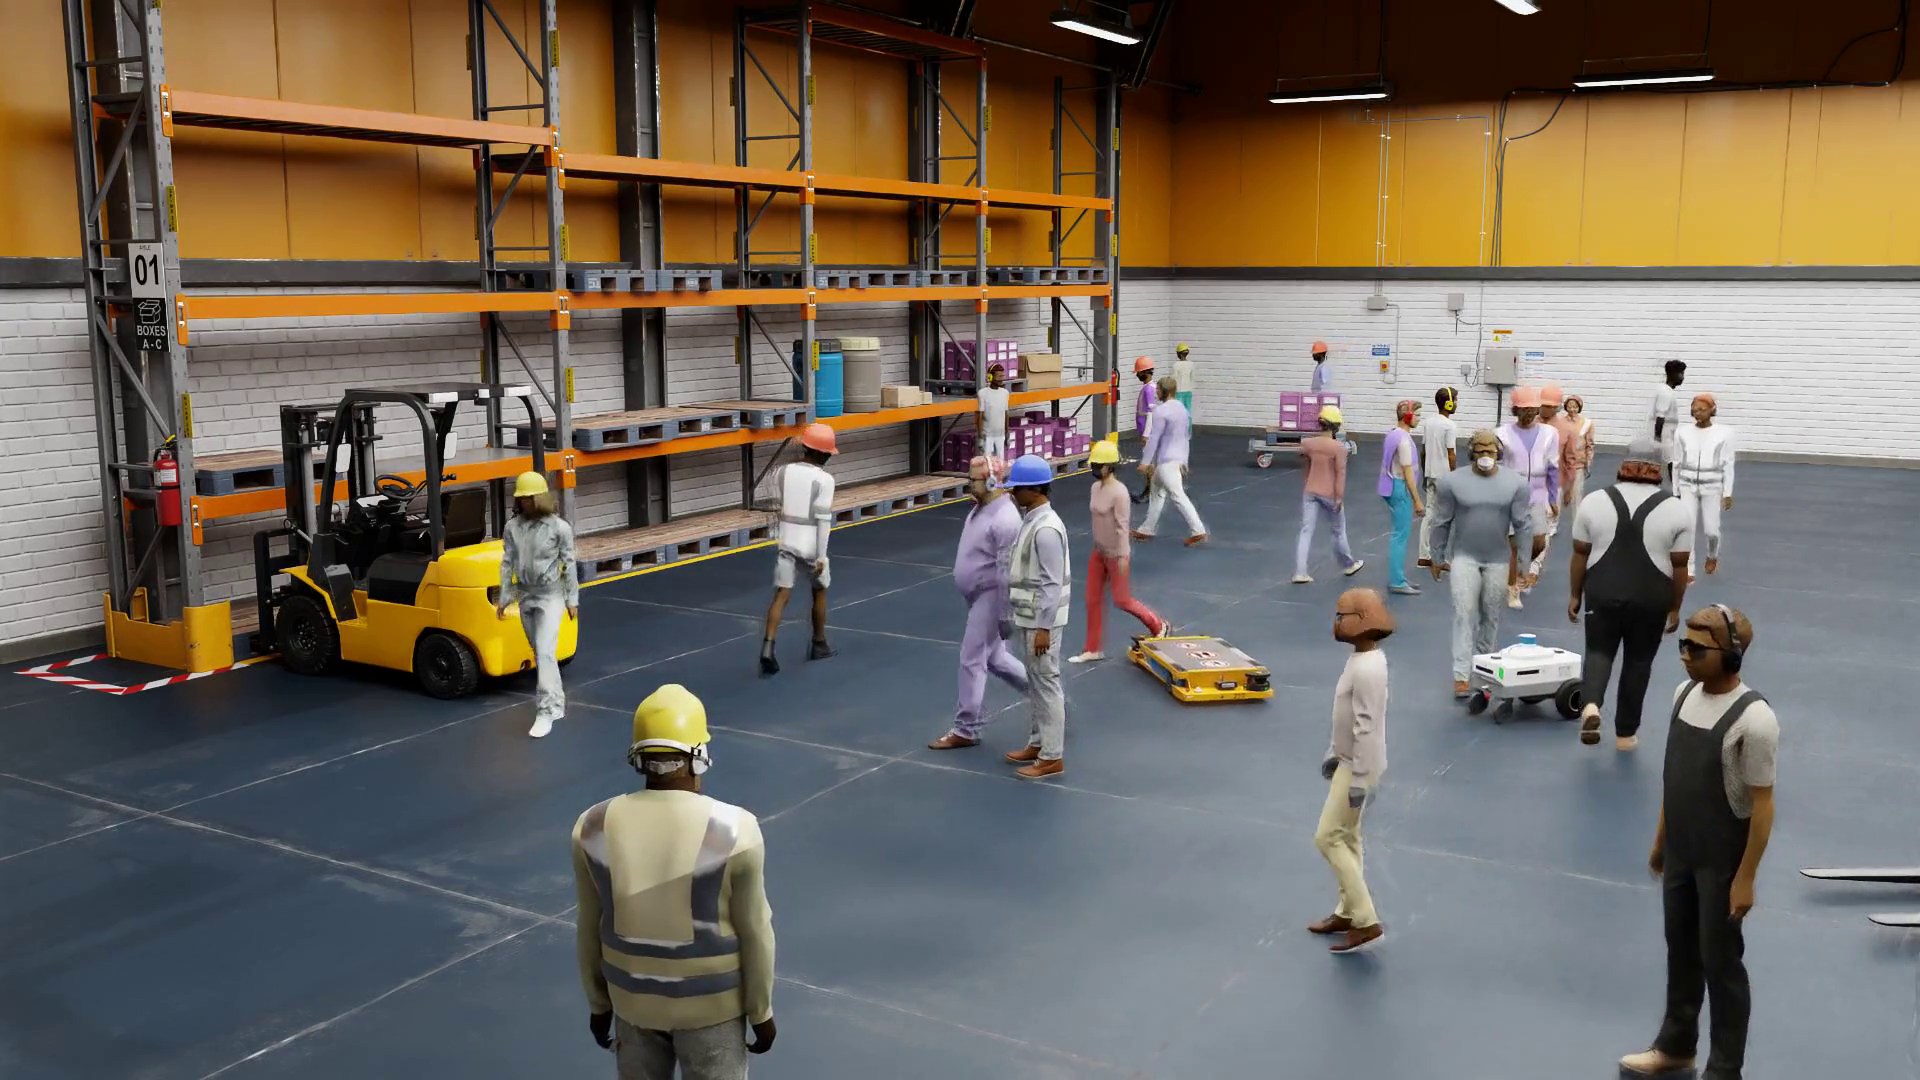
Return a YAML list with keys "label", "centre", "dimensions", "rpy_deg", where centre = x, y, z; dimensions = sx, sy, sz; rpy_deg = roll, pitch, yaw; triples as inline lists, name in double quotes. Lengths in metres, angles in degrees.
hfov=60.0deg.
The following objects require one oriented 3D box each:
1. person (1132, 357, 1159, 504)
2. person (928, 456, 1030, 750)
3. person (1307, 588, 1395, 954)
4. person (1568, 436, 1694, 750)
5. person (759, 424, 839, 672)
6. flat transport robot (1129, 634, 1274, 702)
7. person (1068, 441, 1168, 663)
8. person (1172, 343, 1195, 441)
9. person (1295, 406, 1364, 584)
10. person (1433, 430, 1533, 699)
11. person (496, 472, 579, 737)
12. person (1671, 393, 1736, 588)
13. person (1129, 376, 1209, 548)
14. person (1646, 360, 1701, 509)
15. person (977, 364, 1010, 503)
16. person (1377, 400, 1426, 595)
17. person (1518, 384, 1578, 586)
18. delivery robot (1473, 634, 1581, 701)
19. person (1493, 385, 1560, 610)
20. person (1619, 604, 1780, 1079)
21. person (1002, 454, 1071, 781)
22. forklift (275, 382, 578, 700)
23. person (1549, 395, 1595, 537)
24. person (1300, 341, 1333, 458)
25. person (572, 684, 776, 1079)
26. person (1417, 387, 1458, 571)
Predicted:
- label: "person"
  centre: [2.430, -1.434, 21.774]
  dimensions: [0.372, 1.929, 0.543]
  rpy_deg: [1, 9, 7]
- label: "person"
  centre: [0.236, 0.388, 10.590]
  dimensions: [0.857, 1.875, 0.654]
  rpy_deg: [-2, 9, -14]
- label: "person"
  centre: [1.746, 1.027, 7.415]
  dimensions: [0.320, 1.612, 0.553]
  rpy_deg: [2, 9, 10]
- label: "person"
  centre: [4.183, 0.333, 10.397]
  dimensions: [0.700, 2.000, 0.673]
  rpy_deg: [5, 10, 29]
- label: "person"
  centre: [-1.230, 0.059, 12.626]
  dimensions: [0.592, 1.884, 0.934]
  rpy_deg: [4, 10, 25]
- label: "flat transport robot"
  centre: [1.752, 0.919, 12.247]
  dimensions: [0.652, 0.197, 1.431]
  rpy_deg: [-2, 9, -10]
- label: "person"
  centre: [1.235, 0.092, 12.859]
  dimensions: [0.745, 1.745, 0.532]
  rpy_deg: [-4, 10, -24]
- label: "person"
  centre: [3.979, -2.644, 29.836]
  dimensions: [0.532, 1.768, 0.311]
  rpy_deg: [-7, 11, -37]
- label: "person"
  centre: [3.599, -0.446, 16.272]
  dimensions: [0.531, 1.718, 0.905]
  rpy_deg: [9, 13, 44]
- label: "person"
  centre: [3.702, 0.180, 11.777]
  dimensions: [0.664, 1.902, 0.873]
  rpy_deg: [2, 9, 11]
- label: "person"
  centre: [-2.801, 0.414, 10.895]
  dimensions: [0.486, 1.717, 0.733]
  rpy_deg: [3, 10, 21]
- label: "person"
  centre: [7.175, -0.490, 16.065]
  dimensions: [0.579, 1.868, 0.651]
  rpy_deg: [6, 11, 35]
- label: "person"
  centre: [2.338, -0.864, 18.378]
  dimensions: [1.034, 1.898, 0.646]
  rpy_deg: [5, 10, 27]
- label: "person"
  centre: [8.989, -1.308, 21.005]
  dimensions: [0.942, 1.916, 0.622]
  rpy_deg: [3, 9, 15]
- label: "person"
  centre: [0.434, -1.326, 21.330]
  dimensions: [0.519, 1.860, 0.320]
  rpy_deg: [-6, 11, -34]
- label: "person"
  centre: [4.145, -0.398, 15.605]
  dimensions: [0.442, 1.838, 0.582]
  rpy_deg: [1, 9, 8]
- label: "person"
  centre: [5.709, -0.563, 16.290]
  dimensions: [0.646, 1.953, 0.851]
  rpy_deg: [6, 11, 33]
- label: "delivery robot"
  centre: [3.850, 0.882, 11.303]
  dimensions: [0.707, 0.478, 0.477]
  rpy_deg: [-3, 10, -20]
- label: "person"
  centre: [5.050, -0.388, 14.946]
  dimensions: [0.633, 2.025, 0.516]
  rpy_deg: [0, 9, 3]
- label: "person"
  centre: [2.690, 1.134, 6.006]
  dimensions: [0.331, 1.843, 0.514]
  rpy_deg: [-2, 9, -12]
- label: "person"
  centre: [0.452, 0.456, 9.928]
  dimensions: [0.409, 1.943, 0.615]
  rpy_deg: [-1, 9, -6]
- label: "forklift"
  centre: [-3.974, -0.067, 12.417]
  dimensions: [2.313, 2.155, 1.214]
  rpy_deg: [5, 11, 30]
- label: "person"
  centre: [6.941, -0.836, 18.953]
  dimensions: [0.511, 1.638, 0.308]
  rpy_deg: [4, 10, 26]
- label: "person"
  centre: [5.884, -2.274, 27.032]
  dimensions: [0.593, 1.924, 0.569]
  rpy_deg: [1, 9, 8]
- label: "person"
  centre: [-0.824, 1.328, 4.879]
  dimensions: [0.595, 1.825, 0.403]
  rpy_deg: [2, 9, 14]
- label: "person"
  centre: [4.872, -0.619, 16.874]
  dimensions: [0.310, 1.868, 0.532]
  rpy_deg: [-3, 10, -20]
